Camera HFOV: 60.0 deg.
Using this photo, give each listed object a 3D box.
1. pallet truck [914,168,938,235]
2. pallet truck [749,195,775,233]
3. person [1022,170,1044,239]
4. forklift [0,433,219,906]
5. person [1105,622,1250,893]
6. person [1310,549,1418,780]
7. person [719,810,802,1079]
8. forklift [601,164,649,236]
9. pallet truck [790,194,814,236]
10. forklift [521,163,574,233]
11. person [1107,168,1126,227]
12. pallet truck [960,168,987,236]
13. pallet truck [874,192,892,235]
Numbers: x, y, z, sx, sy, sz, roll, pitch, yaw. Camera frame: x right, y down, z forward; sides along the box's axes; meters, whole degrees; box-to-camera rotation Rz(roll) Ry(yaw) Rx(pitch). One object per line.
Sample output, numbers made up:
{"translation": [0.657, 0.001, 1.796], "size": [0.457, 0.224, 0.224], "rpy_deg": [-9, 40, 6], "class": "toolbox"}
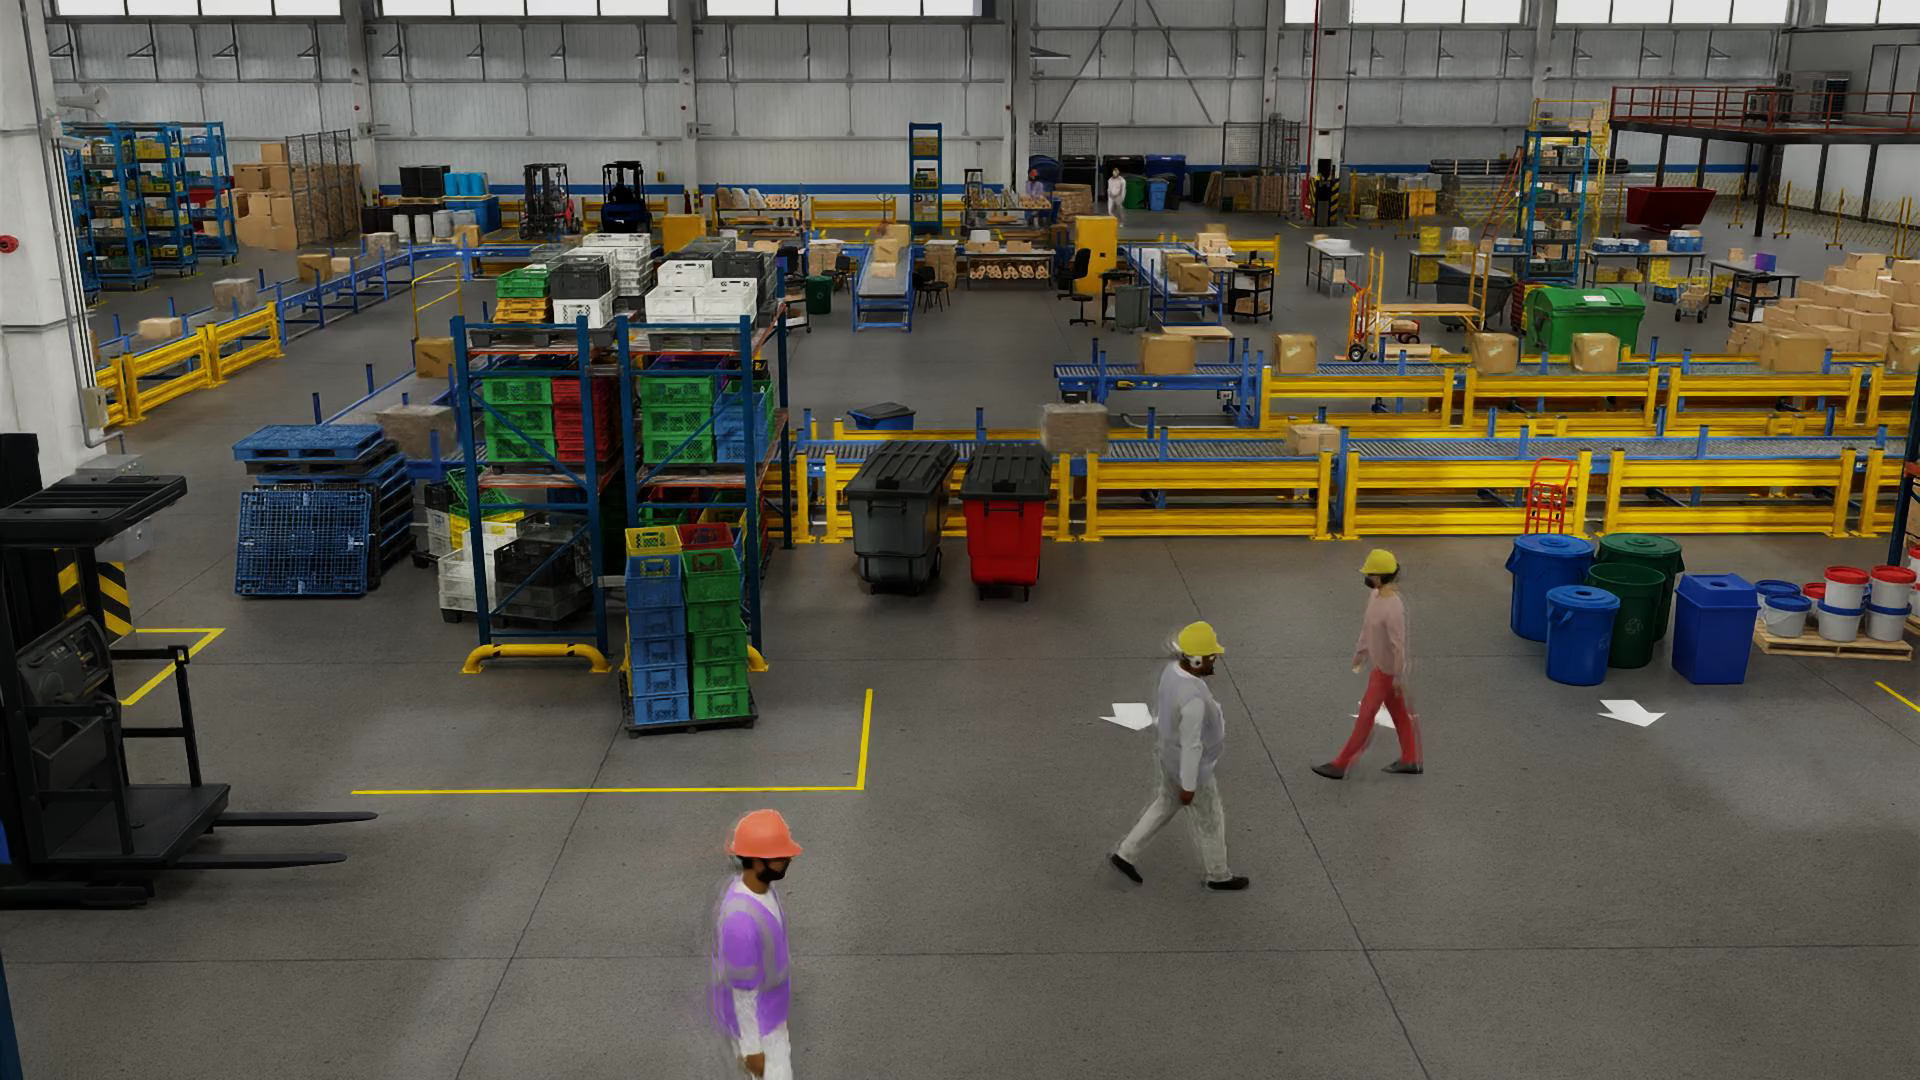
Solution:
{"translation": [-0.989, -10.316, 50.507], "size": [0.823, 1.965, 1.885], "rpy_deg": [1, 16, 3], "class": "pallet truck"}
{"translation": [-6.051, -9.967, 50.660], "size": [0.680, 1.201, 1.601], "rpy_deg": [0, 16, -1], "class": "pallet truck"}
{"translation": [2.135, -9.892, 49.022], "size": [0.608, 1.992, 1.052], "rpy_deg": [14, 21, 40], "class": "person"}
{"translation": [-5.952, 0.780, 10.366], "size": [1.873, 2.768, 1.129], "rpy_deg": [0, 16, -1], "class": "forklift"}
{"translation": [1.366, 1.354, 10.291], "size": [0.868, 1.804, 0.584], "rpy_deg": [-3, 16, -10], "class": "person"}
{"translation": [2.964, 0.905, 11.987], "size": [0.879, 1.721, 0.545], "rpy_deg": [0, 16, 1], "class": "person"}
{"translation": [-0.923, 2.104, 7.464], "size": [0.470, 1.923, 0.552], "rpy_deg": [1, 16, 2], "class": "person"}
{"translation": [-9.948, -10.127, 49.296], "size": [1.157, 1.987, 2.680], "rpy_deg": [-1, 16, -3], "class": "forklift"}
{"translation": [-4.814, -9.883, 50.259], "size": [0.704, 1.261, 1.522], "rpy_deg": [-1, 16, -3], "class": "pallet truck"}
{"translation": [-12.233, -10.122, 49.298], "size": [1.157, 1.987, 2.680], "rpy_deg": [0, 16, -1], "class": "forklift"}
{"translation": [4.919, -10.730, 52.187], "size": [0.656, 1.867, 0.969], "rpy_deg": [9, 19, 30], "class": "person"}
{"translation": [0.383, -10.230, 50.206], "size": [0.823, 1.965, 1.885], "rpy_deg": [-1, 16, -3], "class": "pallet truck"}
{"translation": [-2.277, -9.986, 50.594], "size": [0.653, 1.274, 1.630], "rpy_deg": [0, 16, -1], "class": "pallet truck"}
